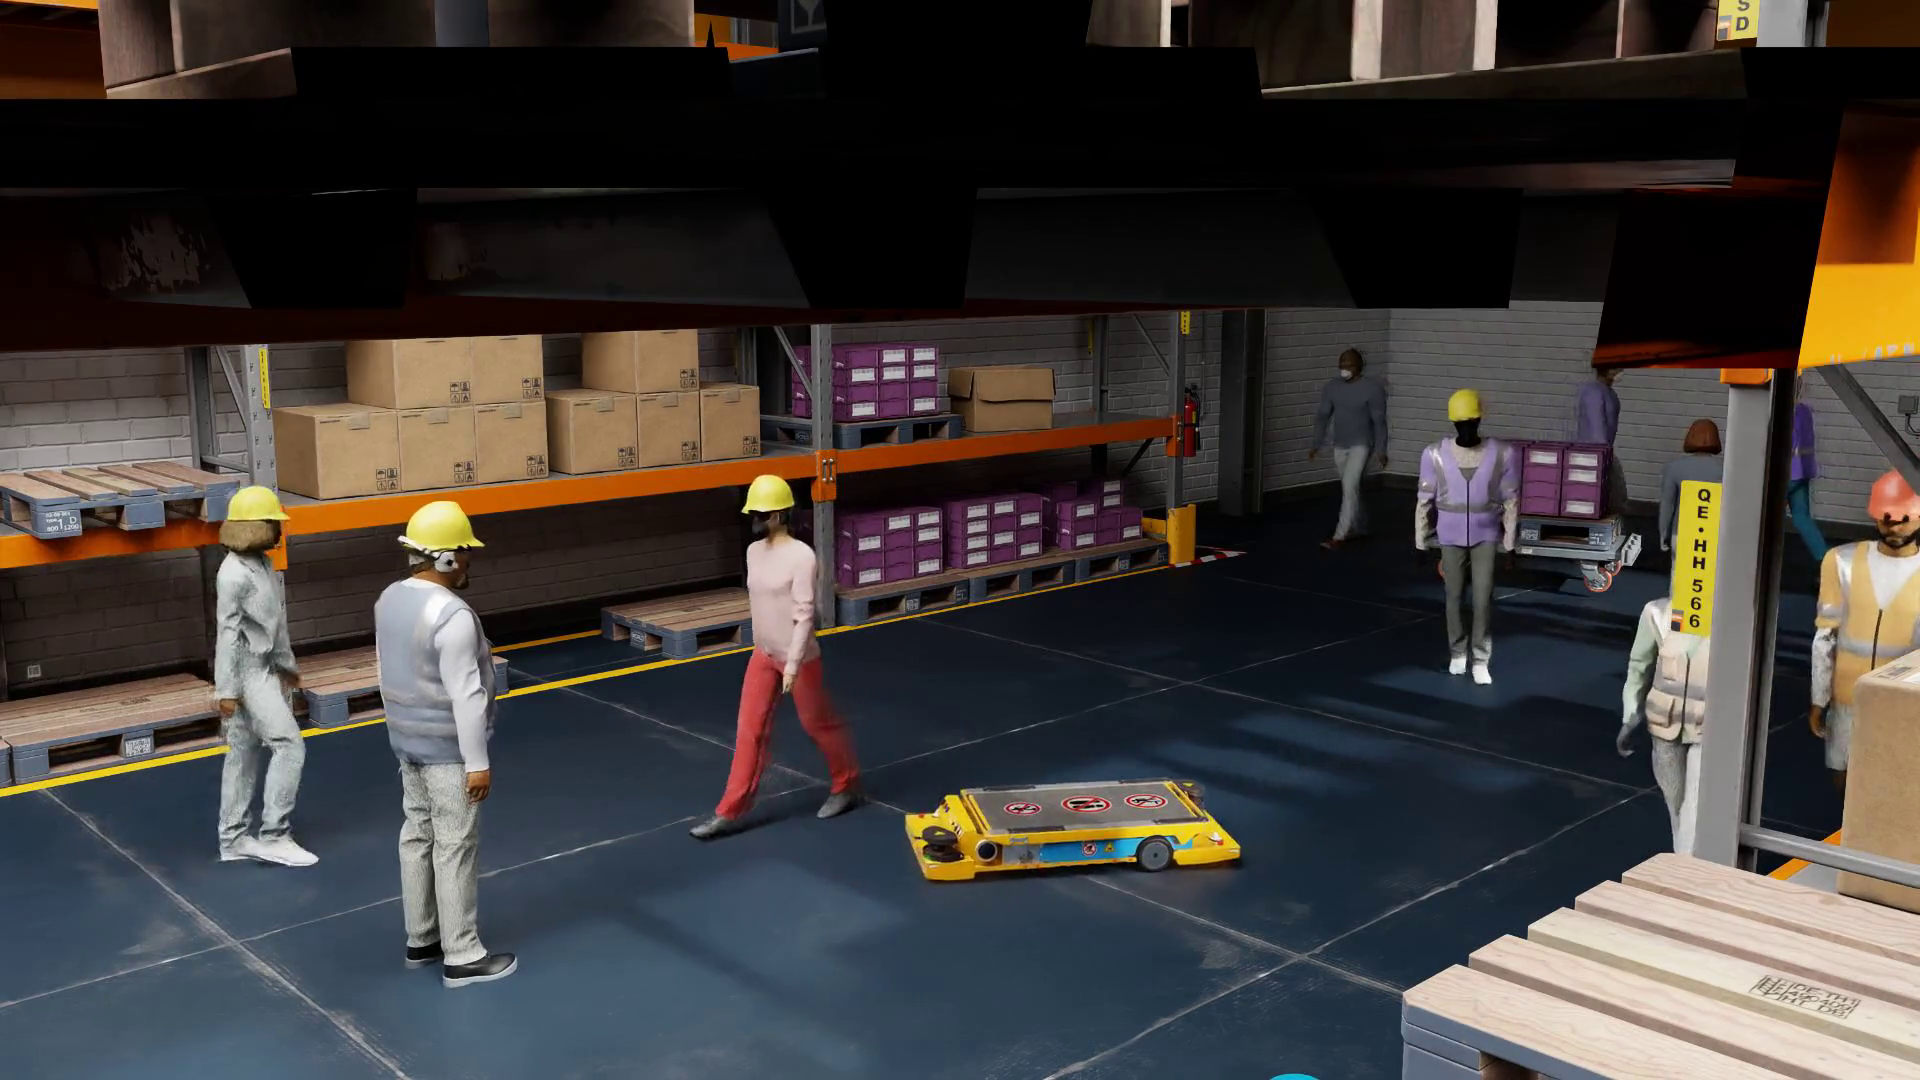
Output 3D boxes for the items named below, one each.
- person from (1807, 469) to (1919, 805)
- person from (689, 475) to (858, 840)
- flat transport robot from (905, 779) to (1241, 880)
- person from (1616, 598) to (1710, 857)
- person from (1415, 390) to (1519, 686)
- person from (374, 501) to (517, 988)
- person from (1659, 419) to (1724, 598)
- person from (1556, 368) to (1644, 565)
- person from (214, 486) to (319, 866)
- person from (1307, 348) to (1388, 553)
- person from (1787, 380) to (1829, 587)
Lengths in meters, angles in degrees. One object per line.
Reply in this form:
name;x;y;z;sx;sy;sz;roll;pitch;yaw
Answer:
person;3.841;0.624;6.900;0.534;1.904;0.847;8;13;41
person;-0.851;0.542;7.906;0.527;1.721;0.905;9;13;42
flat transport robot;0.500;1.312;7.635;1.431;0.197;0.652;-2;10;-10
person;3.024;0.788;6.850;0.508;1.595;0.874;9;13;42
person;3.258;-0.025;10.700;0.633;1.894;0.696;3;10;18
person;-1.949;0.762;6.294;0.600;1.827;0.404;9;13;43
person;5.204;-0.044;11.692;0.520;1.605;0.763;6;11;30
person;5.711;-0.702;14.645;0.841;1.910;0.648;8;12;37
person;-3.115;0.612;7.467;0.572;1.721;0.491;-2;10;-13
person;3.582;-0.829;15.450;0.998;1.883;0.635;-8;12;-39
person;6.952;-0.507;13.847;0.568;1.798;0.913;-6;11;-31
